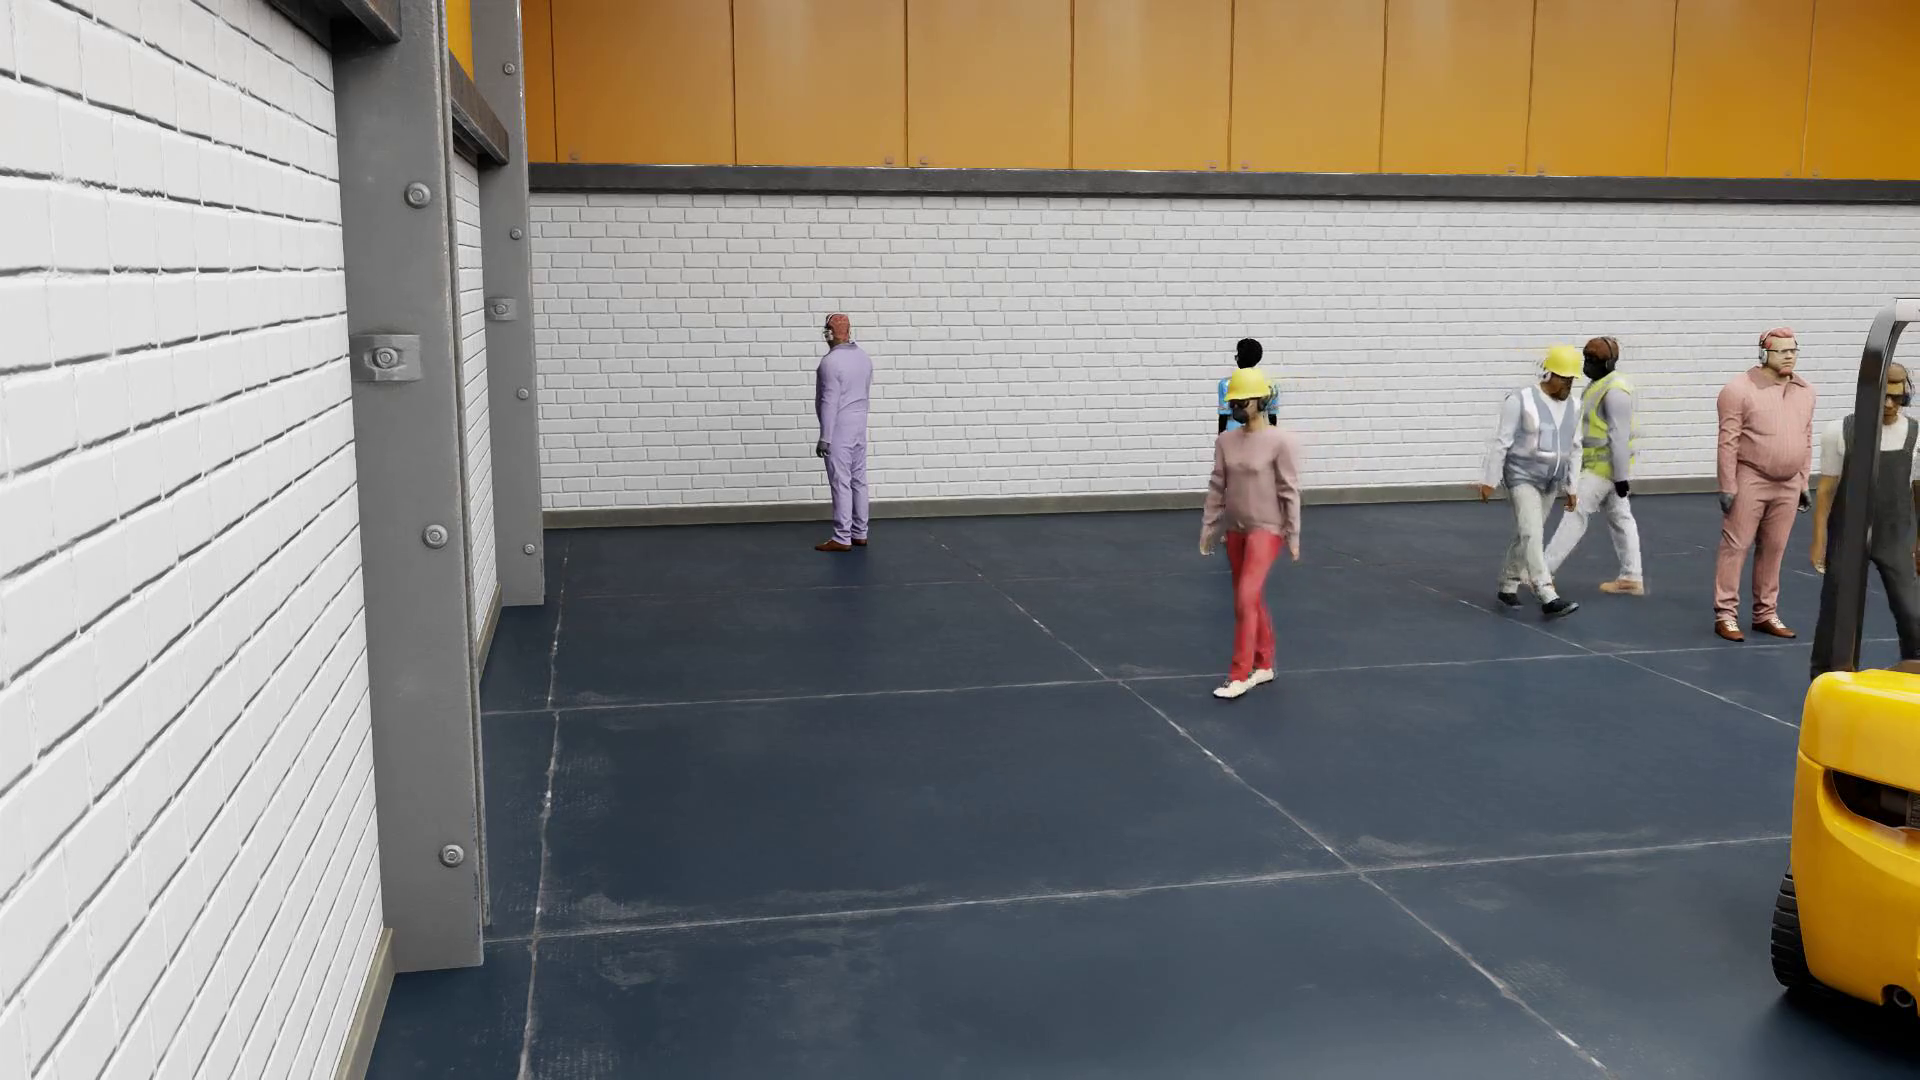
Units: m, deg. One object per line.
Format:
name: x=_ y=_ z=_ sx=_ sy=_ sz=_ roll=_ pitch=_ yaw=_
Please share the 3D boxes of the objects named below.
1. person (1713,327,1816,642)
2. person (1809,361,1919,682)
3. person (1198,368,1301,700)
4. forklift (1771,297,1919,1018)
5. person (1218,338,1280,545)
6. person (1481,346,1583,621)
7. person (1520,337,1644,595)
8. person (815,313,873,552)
person: x=4.918 y=-0.336 z=10.131 sx=0.643 sy=1.910 sz=0.400 roll=-2 pitch=9 yaw=-11
person: x=4.582 y=0.008 z=8.330 sx=0.592 sy=1.818 sz=0.439 roll=4 pitch=10 yaw=25
person: x=1.462 y=-0.028 z=8.769 sx=0.757 sy=1.735 sz=0.543 roll=-7 pitch=12 yaw=-38
forklift: x=3.542 y=0.334 z=5.177 sx=2.313 sy=2.155 sz=1.214 roll=-9 pitch=13 yaw=-43
person: x=2.324 y=-0.785 z=13.508 sx=0.541 sy=1.696 sz=0.315 roll=-2 pitch=10 yaw=-12
person: x=3.769 y=-0.360 z=10.726 sx=0.653 sy=1.761 sz=0.919 roll=-4 pitch=10 yaw=-21
person: x=4.315 y=-0.504 z=11.488 sx=0.956 sy=1.783 sz=0.715 roll=3 pitch=10 yaw=16
person: x=-0.962 y=-0.858 z=13.332 sx=0.403 sy=1.904 sz=0.637 roll=5 pitch=11 yaw=28
